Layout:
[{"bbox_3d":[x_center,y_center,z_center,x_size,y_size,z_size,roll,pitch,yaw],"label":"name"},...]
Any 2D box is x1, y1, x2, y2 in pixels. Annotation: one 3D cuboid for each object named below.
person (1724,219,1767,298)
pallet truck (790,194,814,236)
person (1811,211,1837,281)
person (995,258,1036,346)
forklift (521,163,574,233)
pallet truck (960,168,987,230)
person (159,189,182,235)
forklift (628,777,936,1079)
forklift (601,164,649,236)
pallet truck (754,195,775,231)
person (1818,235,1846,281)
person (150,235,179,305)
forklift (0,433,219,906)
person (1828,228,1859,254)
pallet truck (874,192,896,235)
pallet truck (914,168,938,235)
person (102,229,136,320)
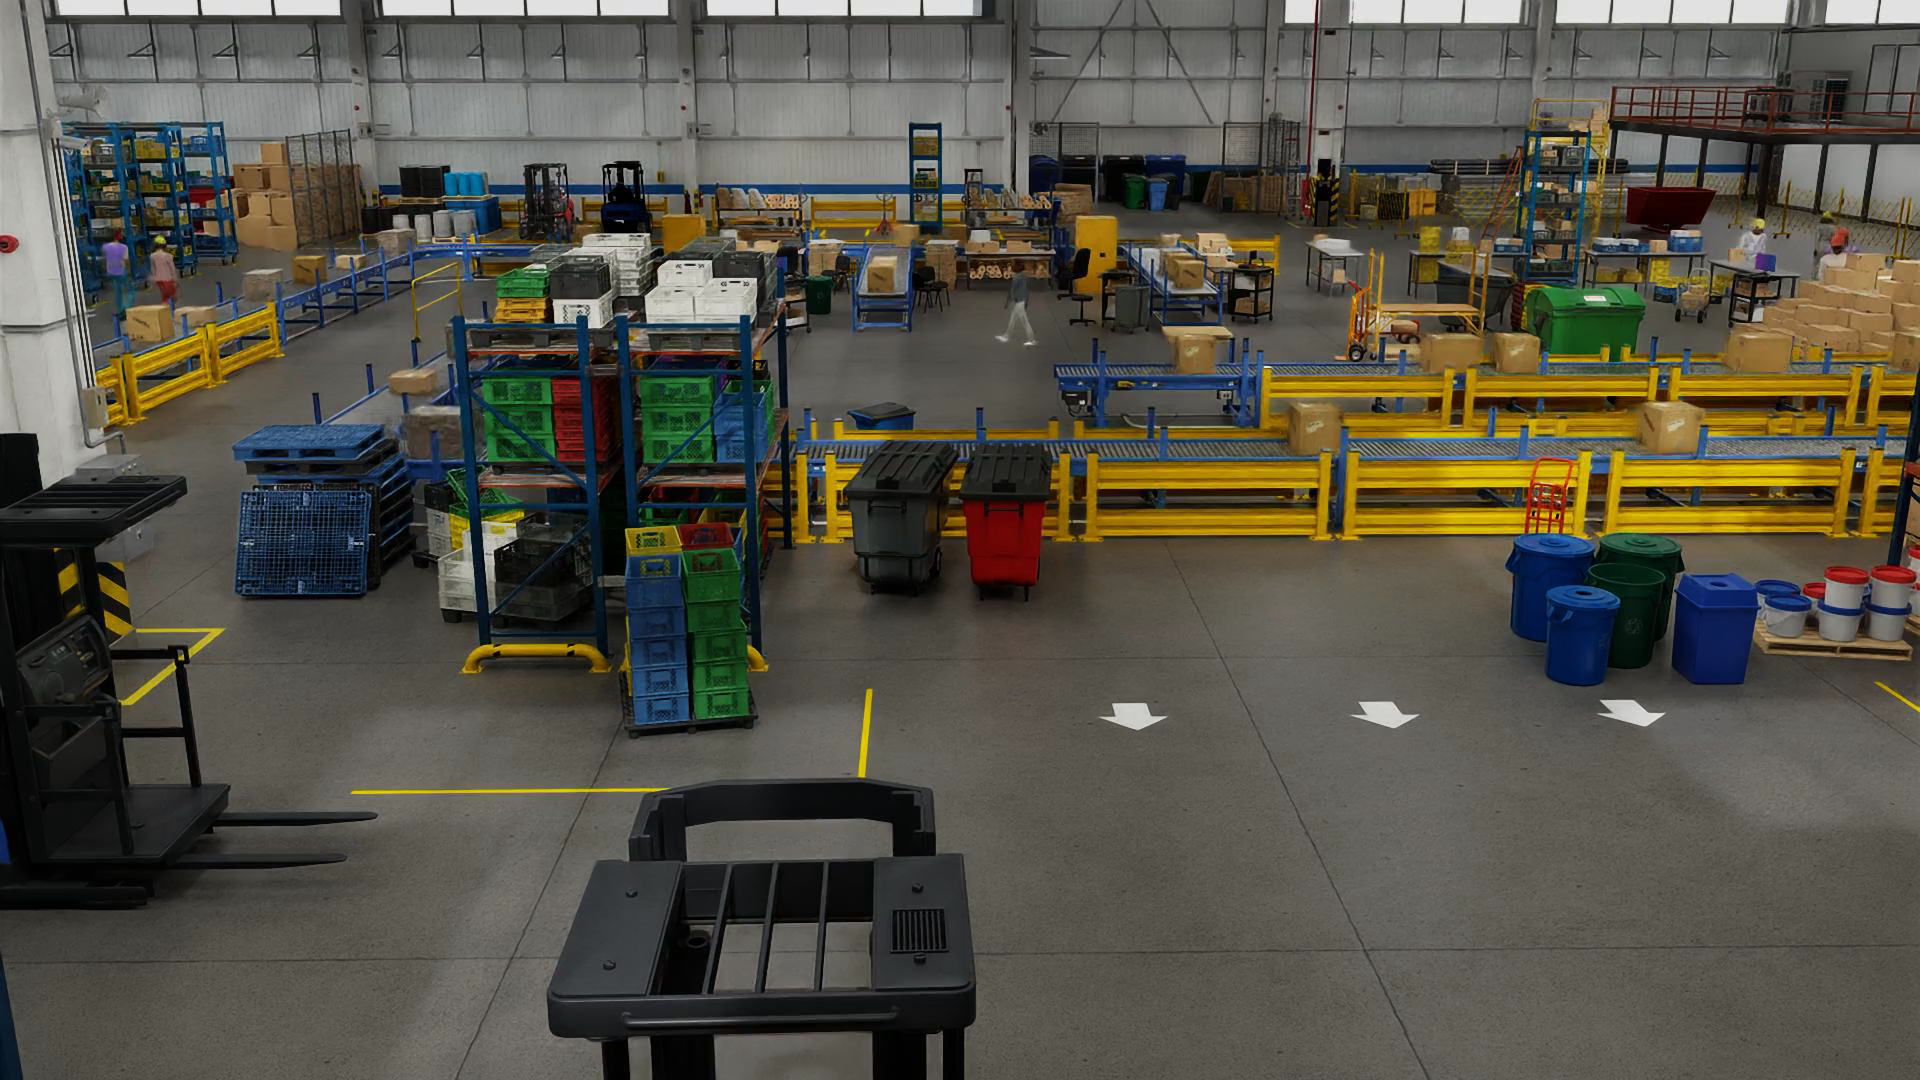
[{"bbox_3d":[17.251,-6.151,36.416,0.622,1.794,0.713,1,16,2],"label":"person"},{"bbox_3d":[-4.814,-9.883,50.259,0.704,1.261,1.522,-1,16,-3],"label":"pallet truck"},{"bbox_3d":[20.160,-6.788,38.740,0.496,1.719,0.788,0,16,0],"label":"person"},{"bbox_3d":[1.044,-4.374,30.582,0.859,1.586,0.501,6,17,20],"label":"person"},{"bbox_3d":[-12.233,-10.122,49.298,1.157,1.987,2.680,0,16,-1],"label":"forklift"},{"bbox_3d":[0.383,-10.230,50.206,0.823,1.965,1.885,-1,16,-3],"label":"pallet truck"},{"bbox_3d":[-22.572,-9.468,47.618,0.610,1.956,0.888,-8,18,-26],"label":"person"},{"bbox_3d":[-0.542,2.165,5.552,1.129,2.768,1.873,-1,16,-2],"label":"forklift"},{"bbox_3d":[-9.948,-10.127,49.296,1.157,1.987,2.680,-1,16,-3],"label":"forklift"},{"bbox_3d":[-6.051,-9.967,50.660,0.680,1.201,1.601,0,16,-1],"label":"pallet truck"},{"bbox_3d":[16.419,-4.738,31.206,0.611,1.959,0.994,12,20,36],"label":"person"},{"bbox_3d":[-15.831,-5.163,33.029,0.537,1.747,0.606,5,17,16],"label":"person"},{"bbox_3d":[-5.952,0.780,10.366,1.873,2.768,1.129,0,16,-1],"label":"forklift"},{"bbox_3d":[17.489,-5.245,33.044,0.571,1.908,0.584,6,17,18],"label":"person"},{"bbox_3d":[-2.277,-9.986,50.594,0.653,1.274,1.630,0,16,-1],"label":"pallet truck"},{"bbox_3d":[-0.989,-10.316,50.507,0.823,1.965,1.885,1,16,3],"label":"pallet truck"},{"bbox_3d":[-16.924,-5.338,33.509,0.563,1.830,0.462,2,16,6],"label":"person"}]
